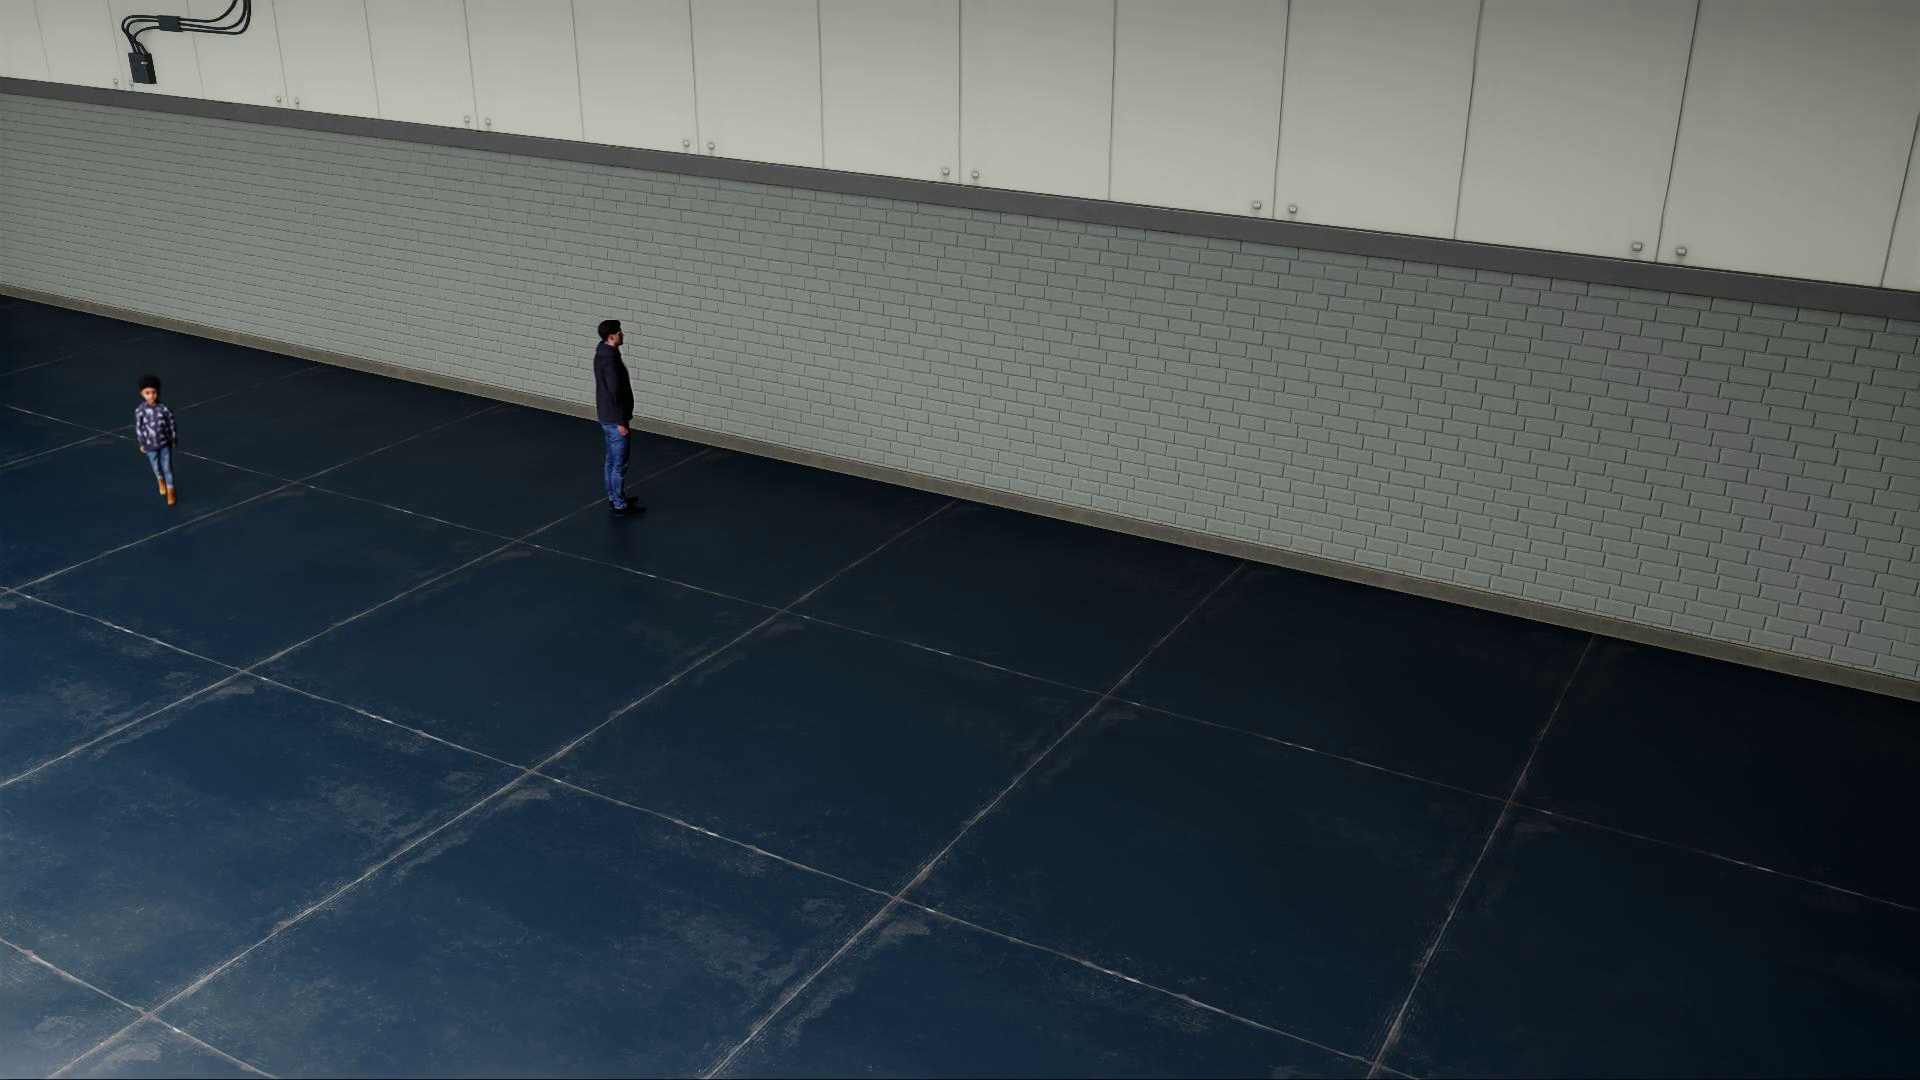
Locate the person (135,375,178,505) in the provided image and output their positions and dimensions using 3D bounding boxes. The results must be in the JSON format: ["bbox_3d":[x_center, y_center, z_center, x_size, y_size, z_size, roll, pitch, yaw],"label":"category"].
[{"bbox_3d":[-7.778,-0.987,16.103,0.829,1.233,0.854,-8,24,-18],"label":"person"}]

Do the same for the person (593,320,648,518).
[{"bbox_3d":[-3.259,-1.155,15.653,0.780,1.895,0.761,-10,25,-23],"label":"person"}]
